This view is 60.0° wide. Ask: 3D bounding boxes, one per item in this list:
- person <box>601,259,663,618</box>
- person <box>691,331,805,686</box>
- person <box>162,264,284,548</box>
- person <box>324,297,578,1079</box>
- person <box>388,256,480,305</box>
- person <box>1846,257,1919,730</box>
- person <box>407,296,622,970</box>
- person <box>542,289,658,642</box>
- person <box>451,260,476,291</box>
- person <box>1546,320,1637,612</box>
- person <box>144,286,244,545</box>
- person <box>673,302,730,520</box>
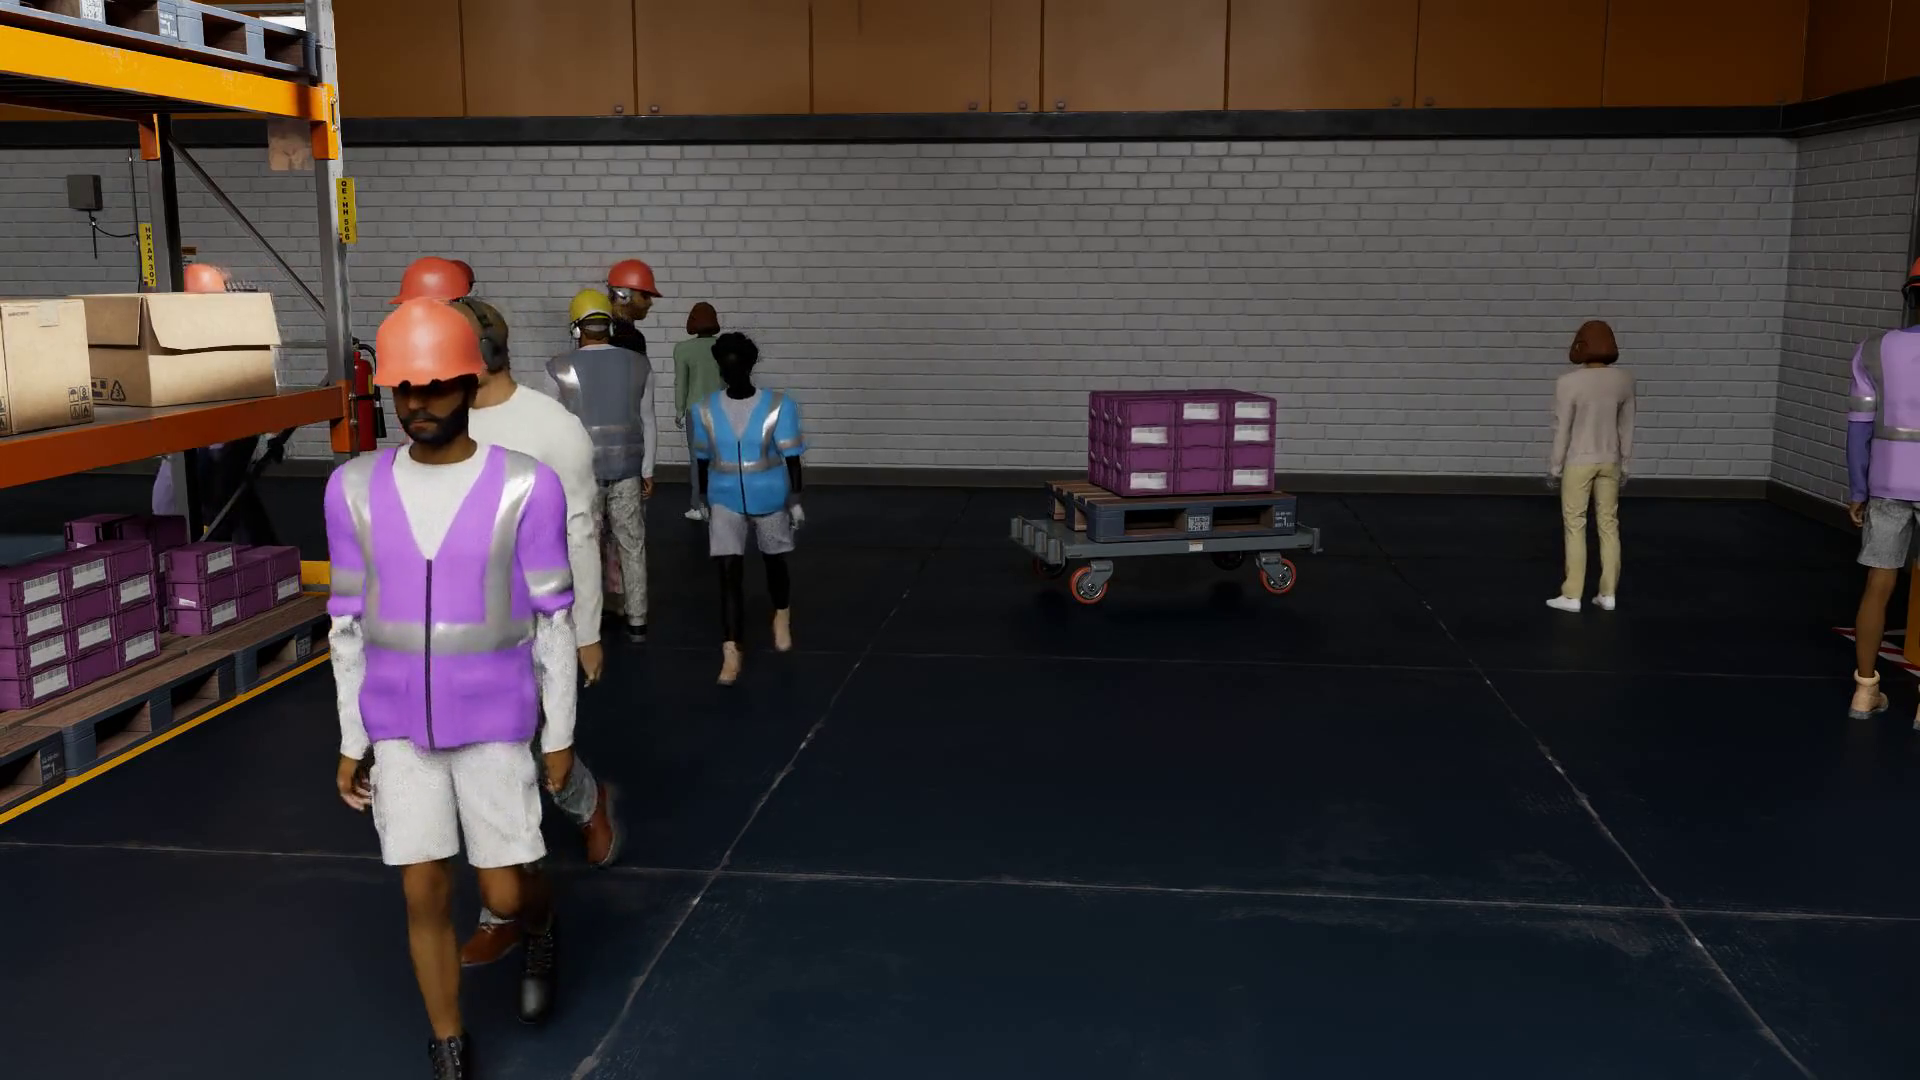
[{"bbox_3d":[-1.834,-0.546,9.131,0.564,1.966,0.643,2,10,13],"label":"person"},{"bbox_3d":[-1.012,-0.189,8.067,0.548,1.654,0.905,0,10,2],"label":"person"},{"bbox_3d":[-4.339,-0.628,9.696,0.599,1.926,1.067,4,11,20],"label":"person"},{"bbox_3d":[-1.164,0.396,3.892,0.550,1.921,0.622,0,10,0],"label":"person"},{"bbox_3d":[-1.981,-0.100,6.512,0.396,1.993,0.617,-5,11,-24],"label":"person"},{"bbox_3d":[4.071,-0.216,7.041,0.372,2.044,0.608,-8,13,-40],"label":"person"},{"bbox_3d":[-1.316,0.219,5.013,0.638,1.912,0.918,5,11,24],"label":"person"},{"bbox_3d":[-1.838,-0.361,8.492,0.588,1.826,0.403,-5,11,-27],"label":"person"},{"bbox_3d":[-3.921,-1.230,13.148,0.360,1.939,0.543,2,10,10],"label":"person"},{"bbox_3d":[3.528,-0.408,9.313,0.506,1.631,0.266,-2,10,-13],"label":"person"},{"bbox_3d":[-4.638,-0.604,9.759,0.877,1.857,0.720,-7,12,-36],"label":"person"},{"bbox_3d":[-1.901,-0.965,12.496,0.500,1.636,0.285,-5,11,-25],"label":"person"}]
